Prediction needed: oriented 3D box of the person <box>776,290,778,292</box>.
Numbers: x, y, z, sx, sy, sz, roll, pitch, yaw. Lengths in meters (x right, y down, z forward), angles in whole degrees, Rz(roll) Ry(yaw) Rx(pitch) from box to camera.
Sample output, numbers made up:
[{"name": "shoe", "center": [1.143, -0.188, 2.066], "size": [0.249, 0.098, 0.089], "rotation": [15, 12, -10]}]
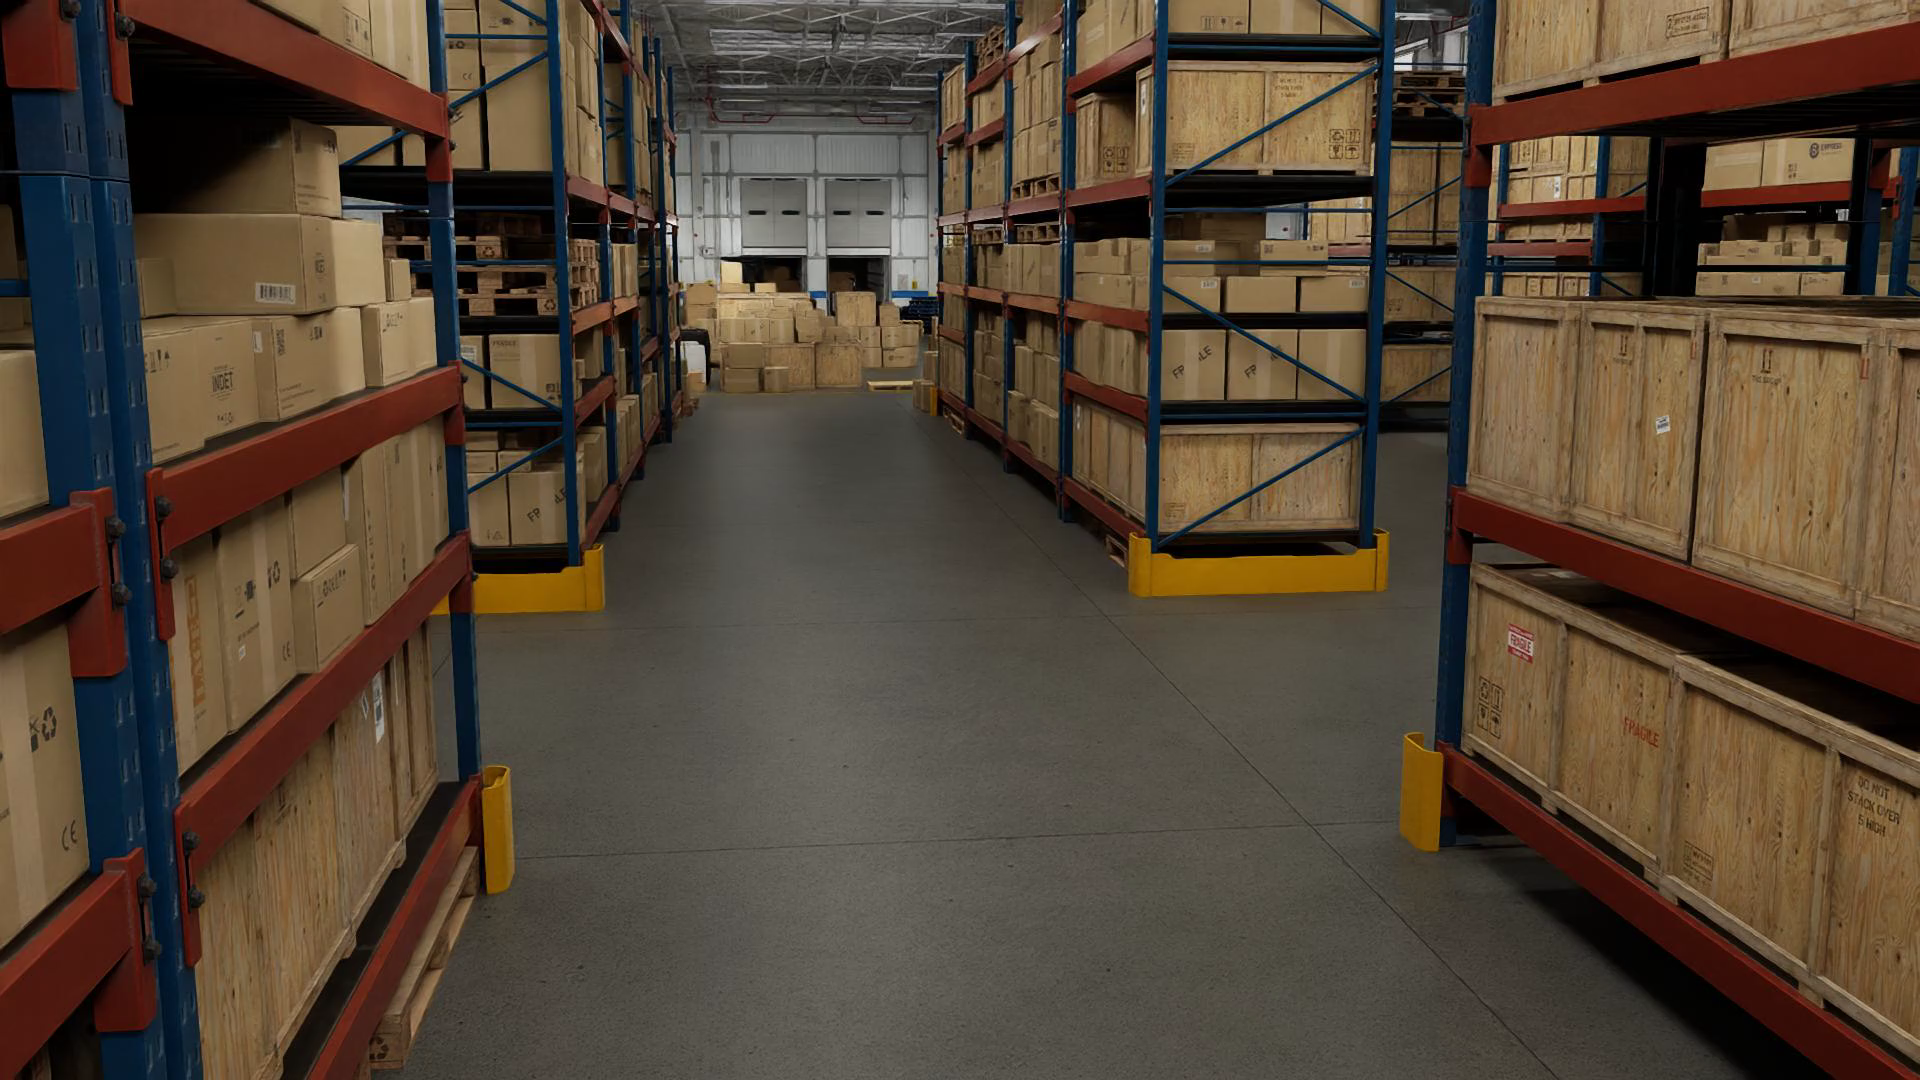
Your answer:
[{"name": "person", "center": [-6.357, -7.838, 57.682], "size": [0.546, 1.661, 0.815], "rotation": [7, 12, 36]}]

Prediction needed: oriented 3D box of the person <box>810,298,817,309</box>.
[{"name": "person", "center": [-3.621, -4.993, 40.686], "size": [0.429, 1.840, 0.645], "rotation": [-5, 11, -27]}]

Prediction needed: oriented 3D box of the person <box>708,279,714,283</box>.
[{"name": "person", "center": [-10.216, -9.692, 67.841], "size": [0.573, 1.911, 0.583], "rotation": [5, 11, 27]}]

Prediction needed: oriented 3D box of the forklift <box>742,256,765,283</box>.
[{"name": "forklift", "center": [-7.283, -8.633, 58.827], "size": [1.873, 2.768, 1.129], "rotation": [-9, 14, -44]}]

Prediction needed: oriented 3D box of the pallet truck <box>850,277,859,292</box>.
[{"name": "pallet truck", "center": [-3.782, -9.391, 65.808], "size": [1.885, 1.965, 0.823], "rotation": [2, 10, 10]}]

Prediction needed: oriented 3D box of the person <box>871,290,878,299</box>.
[{"name": "person", "center": [-2.444, -6.117, 47.046], "size": [0.990, 1.890, 0.639], "rotation": [0, 10, -1]}]
